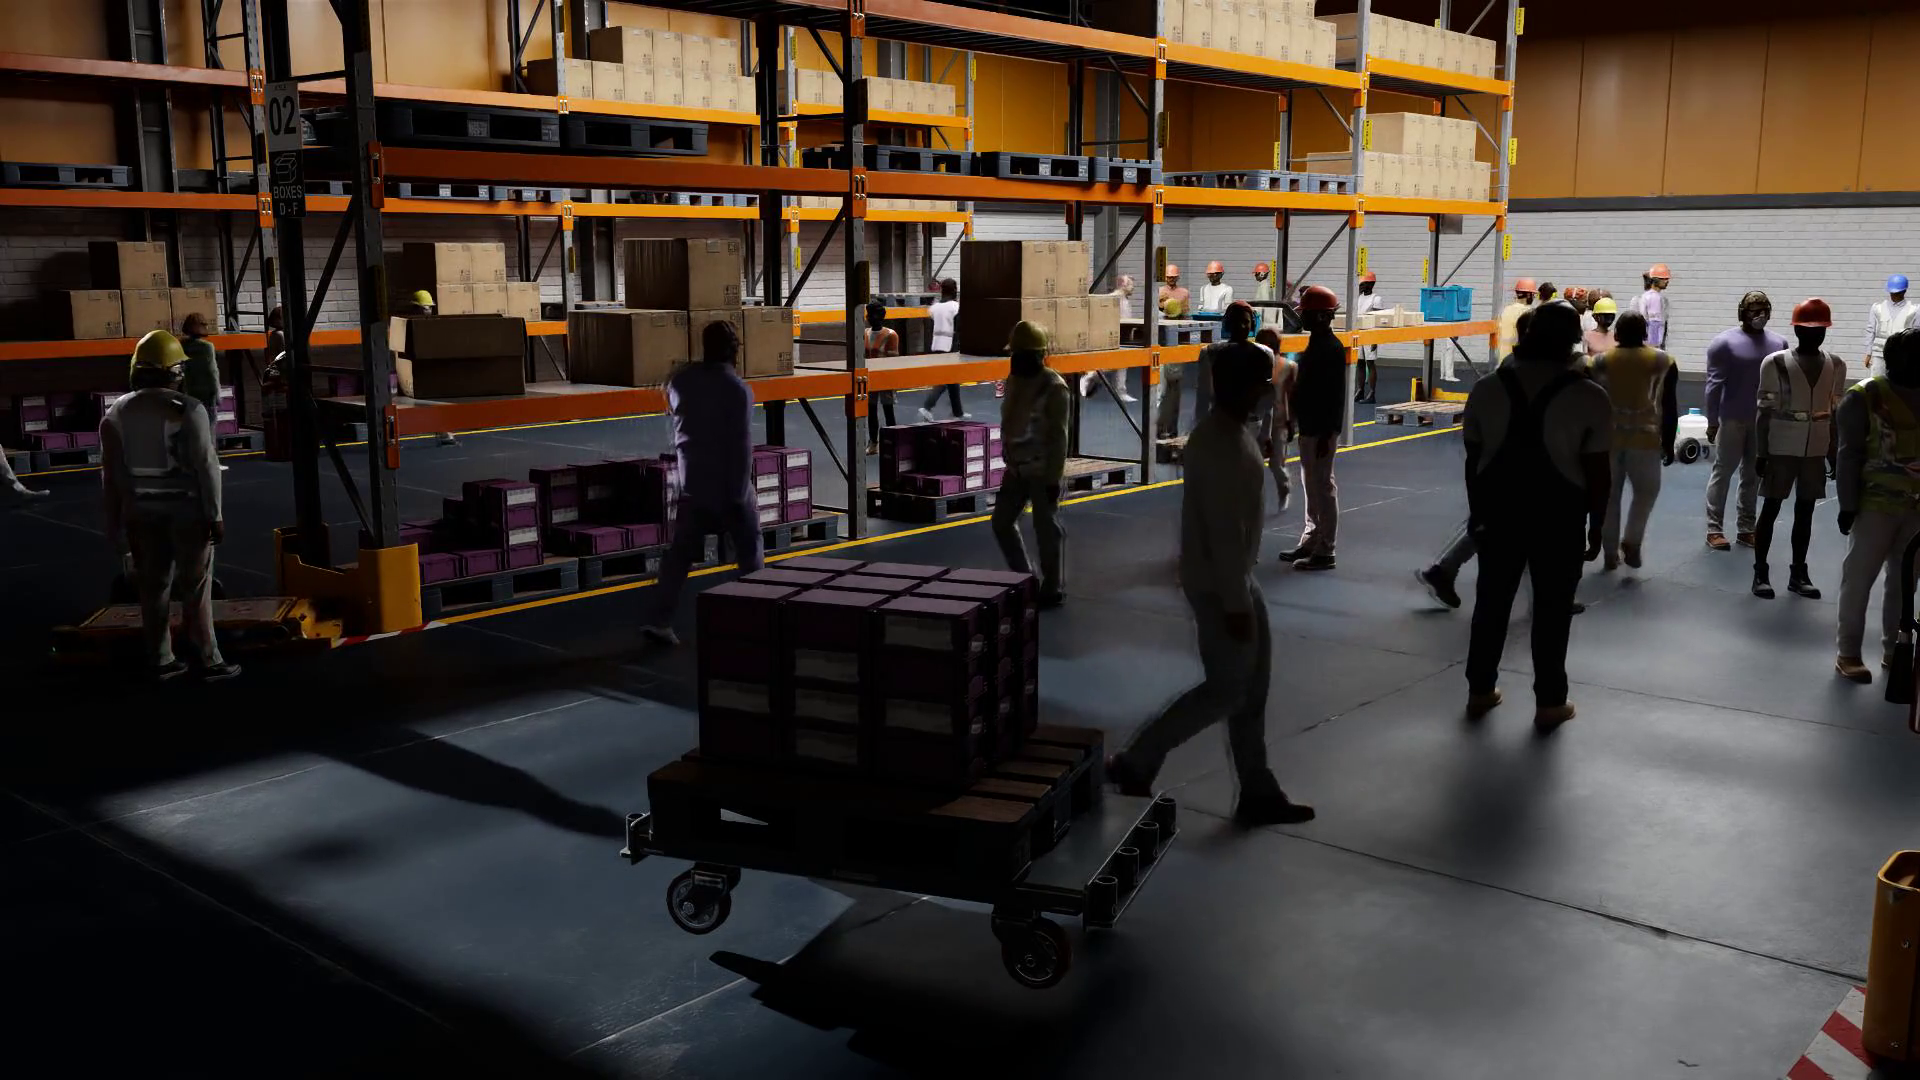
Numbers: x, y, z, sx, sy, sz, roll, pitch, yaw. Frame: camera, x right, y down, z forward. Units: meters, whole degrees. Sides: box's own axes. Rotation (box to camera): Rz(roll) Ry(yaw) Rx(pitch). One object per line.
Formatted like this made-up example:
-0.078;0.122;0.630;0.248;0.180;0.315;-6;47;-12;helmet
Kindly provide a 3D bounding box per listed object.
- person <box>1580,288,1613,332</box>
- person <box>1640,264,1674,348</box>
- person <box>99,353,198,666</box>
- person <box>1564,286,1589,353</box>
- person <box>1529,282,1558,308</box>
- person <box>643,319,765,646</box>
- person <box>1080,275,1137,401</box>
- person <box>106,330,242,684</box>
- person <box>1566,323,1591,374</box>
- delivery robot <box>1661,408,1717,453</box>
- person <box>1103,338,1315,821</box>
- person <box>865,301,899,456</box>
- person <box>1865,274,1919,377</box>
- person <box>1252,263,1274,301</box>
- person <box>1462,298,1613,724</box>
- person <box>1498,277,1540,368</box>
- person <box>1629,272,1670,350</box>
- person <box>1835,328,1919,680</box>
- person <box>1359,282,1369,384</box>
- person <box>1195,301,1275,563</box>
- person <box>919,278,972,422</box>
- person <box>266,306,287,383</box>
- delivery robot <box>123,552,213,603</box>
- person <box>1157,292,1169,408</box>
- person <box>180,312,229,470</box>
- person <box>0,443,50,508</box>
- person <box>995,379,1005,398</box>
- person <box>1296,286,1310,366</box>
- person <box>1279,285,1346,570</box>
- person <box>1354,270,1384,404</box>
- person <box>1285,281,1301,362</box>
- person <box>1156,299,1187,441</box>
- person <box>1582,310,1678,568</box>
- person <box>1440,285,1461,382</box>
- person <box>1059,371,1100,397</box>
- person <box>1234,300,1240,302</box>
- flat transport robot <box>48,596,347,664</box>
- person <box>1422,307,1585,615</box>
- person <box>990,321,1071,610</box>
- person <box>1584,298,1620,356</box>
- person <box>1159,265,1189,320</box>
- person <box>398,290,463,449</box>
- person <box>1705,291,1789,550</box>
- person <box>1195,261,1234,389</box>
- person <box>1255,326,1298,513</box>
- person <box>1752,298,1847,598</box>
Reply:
6.667;-1.726;17.510;0.429;1.840;0.633;1;10;4;person
9.275;-2.658;22.236;0.388;2.041;0.615;2;10;12;person
-4.186;-0.139;8.715;0.544;1.755;0.589;-4;11;-23;person
5.979;-1.549;16.378;0.362;1.882;0.575;0;10;0;person
7.123;-2.222;20.337;0.492;1.846;0.435;5;11;27;person
-1.425;-0.327;9.494;0.650;1.863;0.986;6;12;32;person
2.211;-2.966;24.492;0.759;1.874;0.660;4;11;21;person
-4.068;-0.164;8.620;0.591;1.837;0.403;2;10;13;person
4.376;-0.772;12.165;0.517;1.809;0.938;8;13;40;person
7.774;-1.154;17.640;0.707;0.478;0.477;-4;11;-20;delivery robot
0.995;0.181;6.443;0.774;1.924;0.647;2;10;12;person
-0.892;-1.736;18.003;0.530;1.687;0.321;6;12;31;person
11.389;-2.269;20.324;0.605;1.935;0.416;8;13;38;person
5.386;-3.939;29.666;0.395;1.993;0.614;2;10;10;person
2.767;-0.150;7.960;0.686;2.000;0.535;7;12;35;person
6.618;-2.127;19.583;0.798;1.904;0.560;-4;11;-22;person
10.170;-3.012;24.628;0.623;1.925;0.993;-3;10;-14;person
4.892;-0.182;8.702;0.633;1.846;0.429;-1;10;-7;person
6.610;-3.471;27.669;0.559;1.762;0.346;-3;10;-18;person
1.962;-0.760;11.885;0.572;1.883;0.354;-1;10;-5;person
-0.200;-2.465;21.622;0.970;1.881;0.597;-8;13;-40;person
-7.270;-1.695;17.911;0.279;1.634;0.498;-8;13;-37;person
-4.924;0.126;10.349;0.477;0.478;0.707;-2;10;-8;delivery robot
2.846;-2.695;23.611;0.277;1.633;0.507;-2;10;-10;person
-7.661;-1.474;16.702;0.505;1.620;0.484;6;11;29;person
-8.431;-1.137;14.218;0.993;1.821;0.537;-2;10;-9;person
0.760;-3.079;25.023;0.648;1.907;0.401;7;12;35;person
5.188;-2.969;24.998;0.530;1.693;0.321;10;14;44;person
2.511;-0.789;11.731;0.381;1.994;0.615;-1;10;-5;person
5.886;-2.943;24.155;0.360;1.939;0.543;-4;11;-23;person
4.791;-2.906;24.406;0.569;1.774;1.021;6;12;33;person
2.434;-1.869;18.735;0.341;1.697;0.625;7;12;33;person
4.632;-0.682;11.582;0.649;1.830;0.539;5;11;26;person
8.348;-3.513;28.255;0.314;1.639;0.514;0;10;1;person
1.703;-3.087;25.155;0.845;1.895;0.606;9;14;43;person
3.321;-2.064;20.025;0.516;1.633;0.313;2;10;11;person
-4.238;0.495;9.325;1.431;0.197;0.652;-2;10;-13;flat transport robot
3.379;-0.477;10.234;0.926;1.909;0.638;1;10;3;person
0.448;-0.443;10.280;0.528;1.805;0.617;-7;12;-34;person
6.302;-1.498;16.410;0.525;1.772;0.301;-2;10;-14;person
3.313;-3.330;26.199;0.616;1.993;0.395;-1;10;-5;person
-6.113;-1.907;18.707;0.593;1.800;0.882;8;13;38;person
5.886;-0.891;12.470;0.635;1.938;0.359;-1;10;-8;person
4.053;-3.418;26.563;0.608;2.044;0.371;8;13;38;person
2.538;-0.950;13.684;0.517;1.626;0.448;5;11;26;person
5.415;-0.586;10.731;0.543;1.939;0.362;0;10;3;person
